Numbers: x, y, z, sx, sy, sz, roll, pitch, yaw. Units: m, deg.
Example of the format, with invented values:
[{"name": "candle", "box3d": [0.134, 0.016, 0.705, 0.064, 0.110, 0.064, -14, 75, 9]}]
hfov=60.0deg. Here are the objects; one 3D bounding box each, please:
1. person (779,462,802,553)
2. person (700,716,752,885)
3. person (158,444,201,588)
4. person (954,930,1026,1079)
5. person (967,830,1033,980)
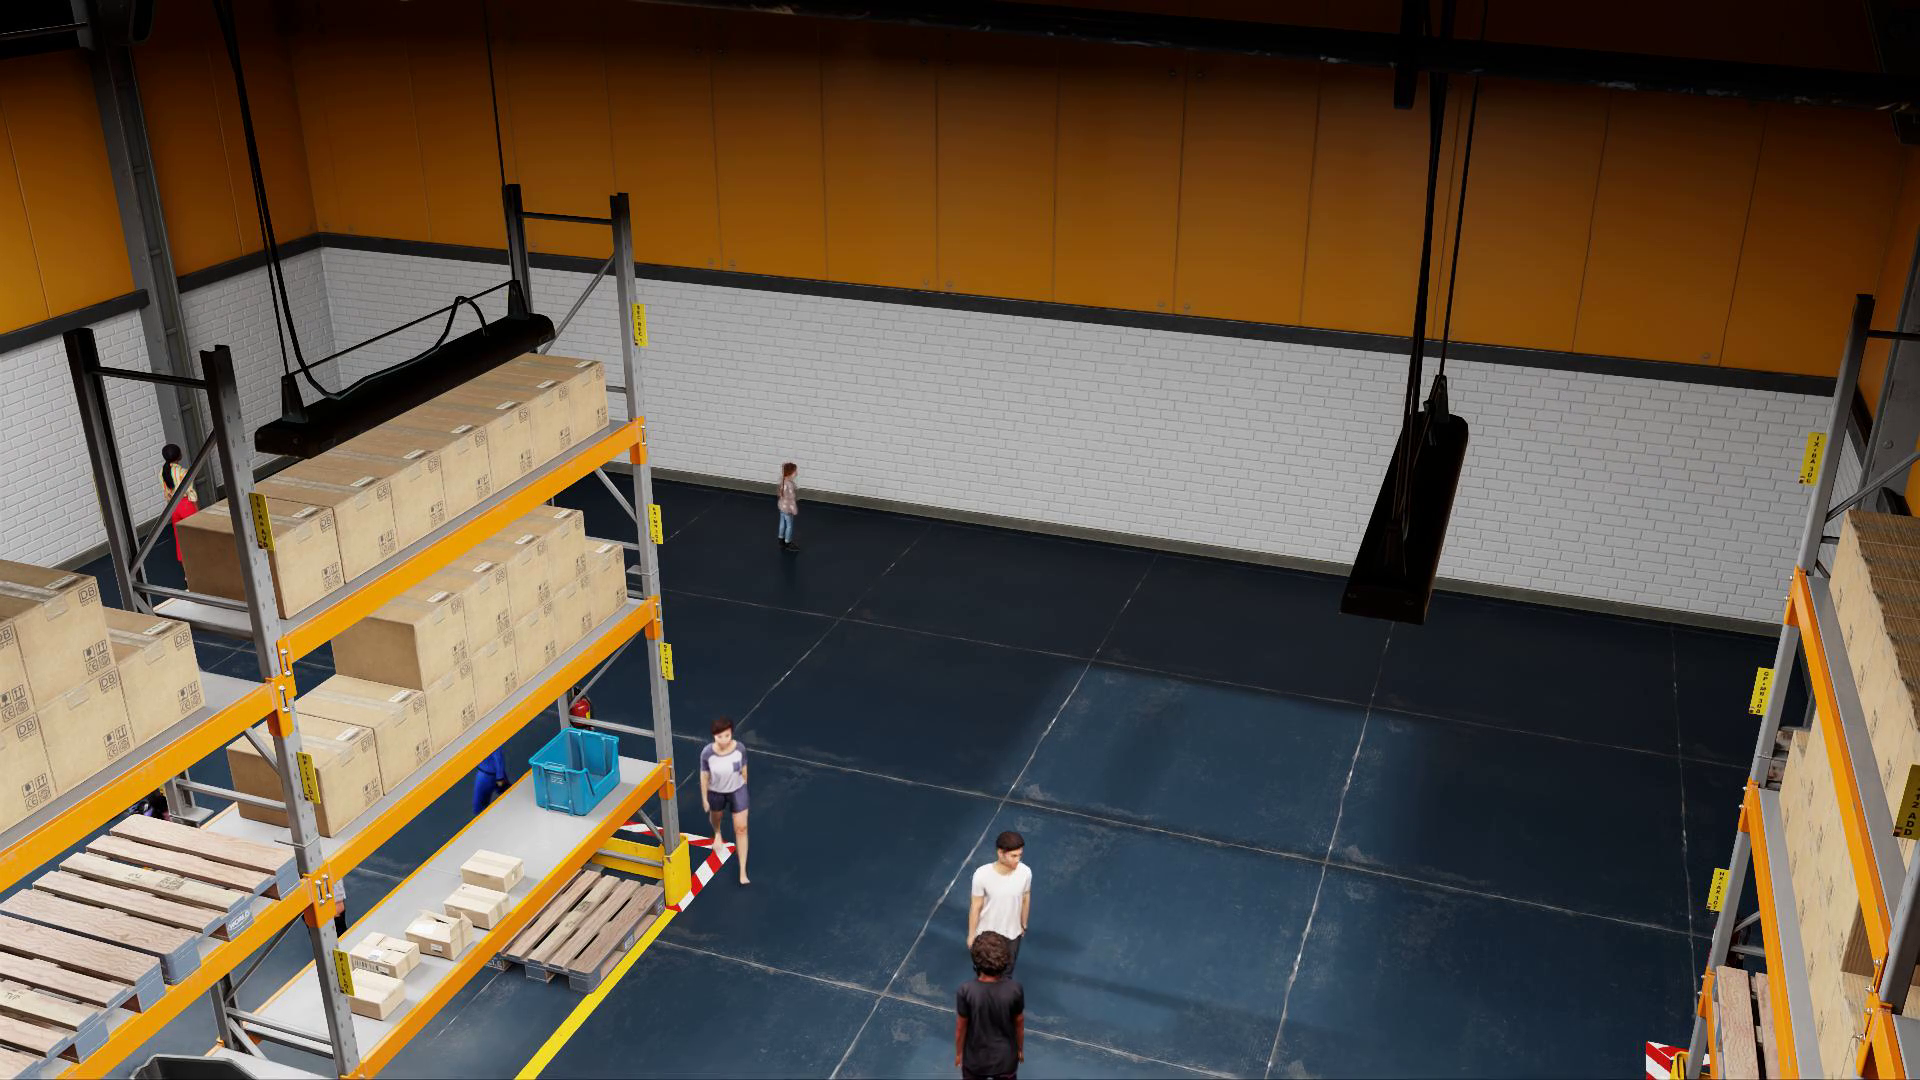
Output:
[{"name": "person", "box3d": [-2.155, -0.430, 20.764, 0.659, 1.172, 0.591, -17, 29, -34]}, {"name": "person", "box3d": [-2.040, 2.161, 14.426, 0.964, 1.502, 1.156, -5, 24, -12]}, {"name": "person", "box3d": [-9.174, -0.294, 19.680, 0.616, 1.793, 0.556, 6, 24, 13]}, {"name": "person", "box3d": [0.193, 3.422, 11.196, 0.717, 1.780, 0.725, -4, 24, -9]}, {"name": "person", "box3d": [0.261, 2.885, 12.526, 0.951, 1.697, 1.089, -4, 24, -10]}]
